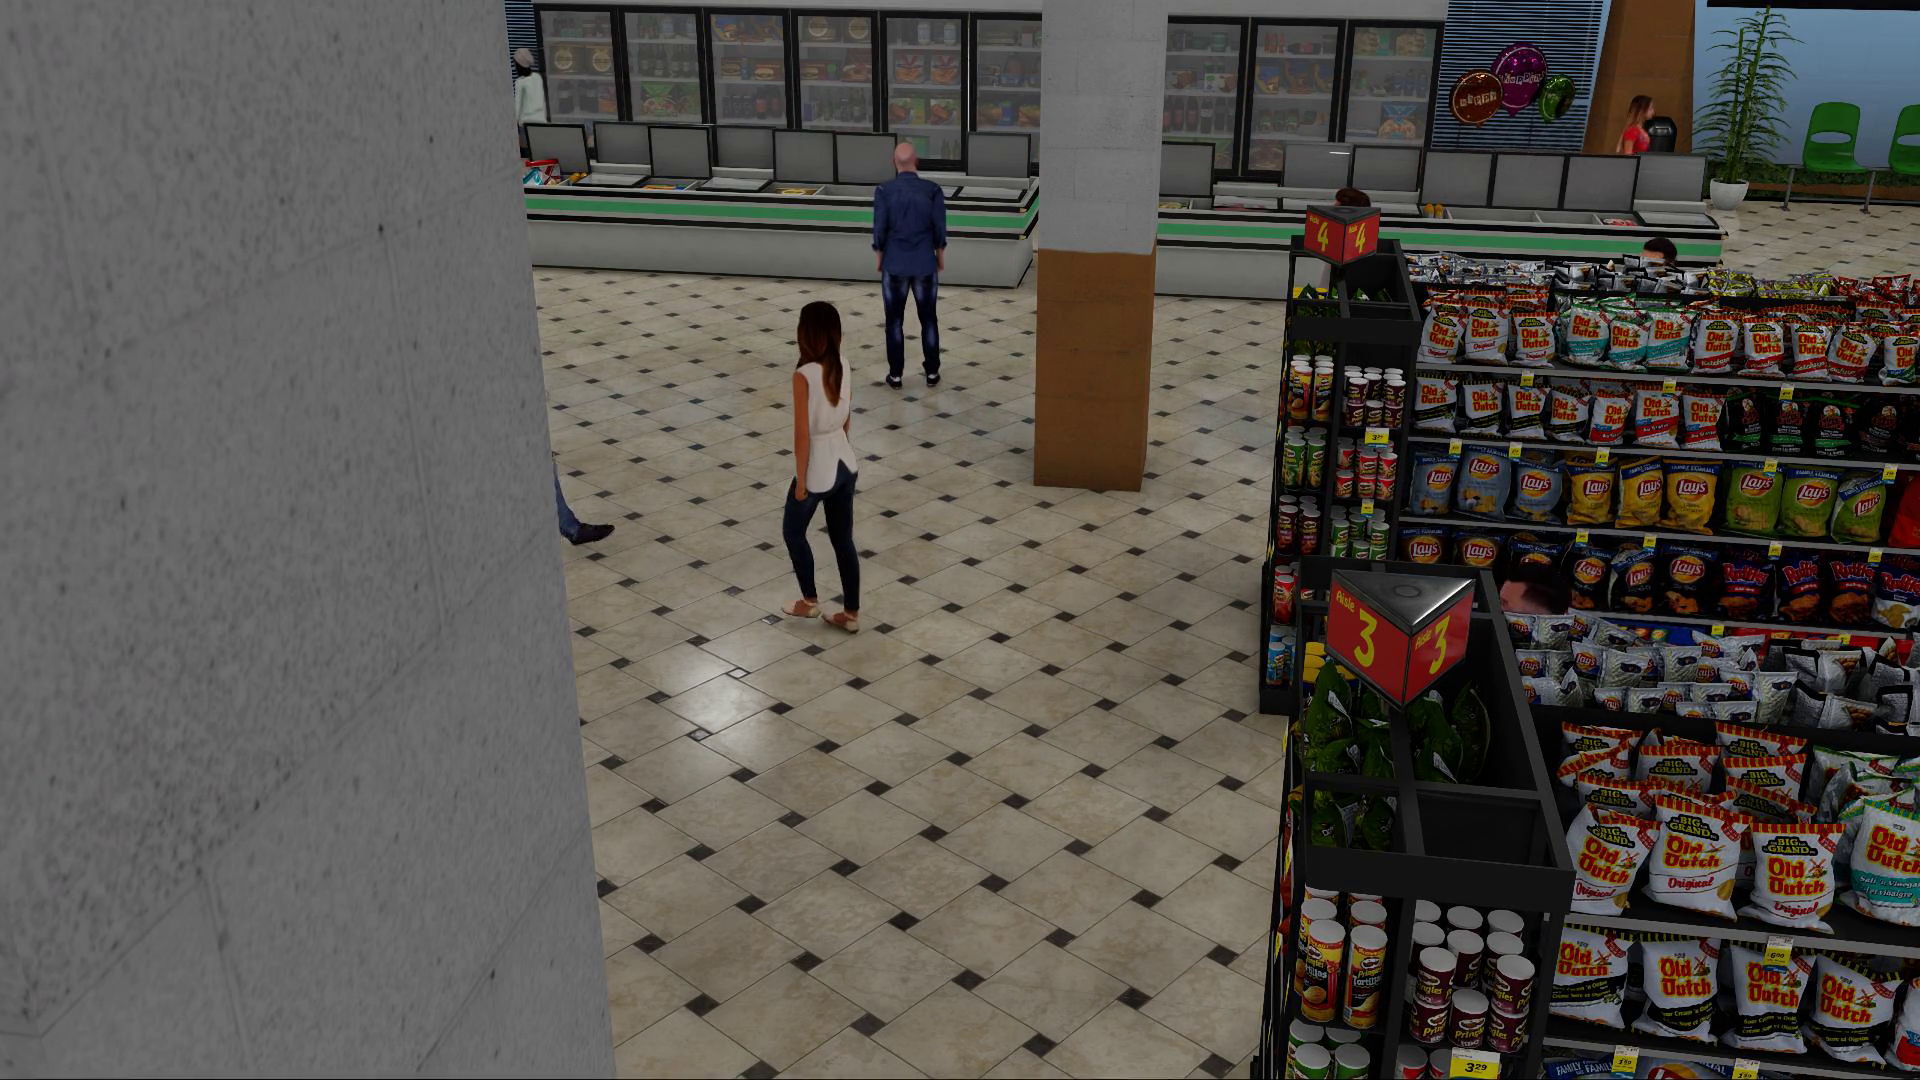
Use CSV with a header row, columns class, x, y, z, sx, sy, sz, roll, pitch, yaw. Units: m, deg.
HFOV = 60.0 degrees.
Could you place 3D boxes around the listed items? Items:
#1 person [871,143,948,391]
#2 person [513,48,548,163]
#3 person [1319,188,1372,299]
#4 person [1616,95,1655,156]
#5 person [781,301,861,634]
class,x,y,z,sx,sy,sz,roll,pitch,yaw
person,-0.376,-2.029,12.374,0.645,1.824,0.848,-3,24,-7
person,-4.768,-4.667,18.626,0.673,1.645,0.690,13,27,28
person,2.415,-1.280,10.562,0.636,1.905,0.693,8,25,18
person,6.311,-3.452,15.929,0.843,1.581,0.689,11,26,23
person,-0.625,-0.325,8.546,0.848,1.771,0.790,18,29,35
